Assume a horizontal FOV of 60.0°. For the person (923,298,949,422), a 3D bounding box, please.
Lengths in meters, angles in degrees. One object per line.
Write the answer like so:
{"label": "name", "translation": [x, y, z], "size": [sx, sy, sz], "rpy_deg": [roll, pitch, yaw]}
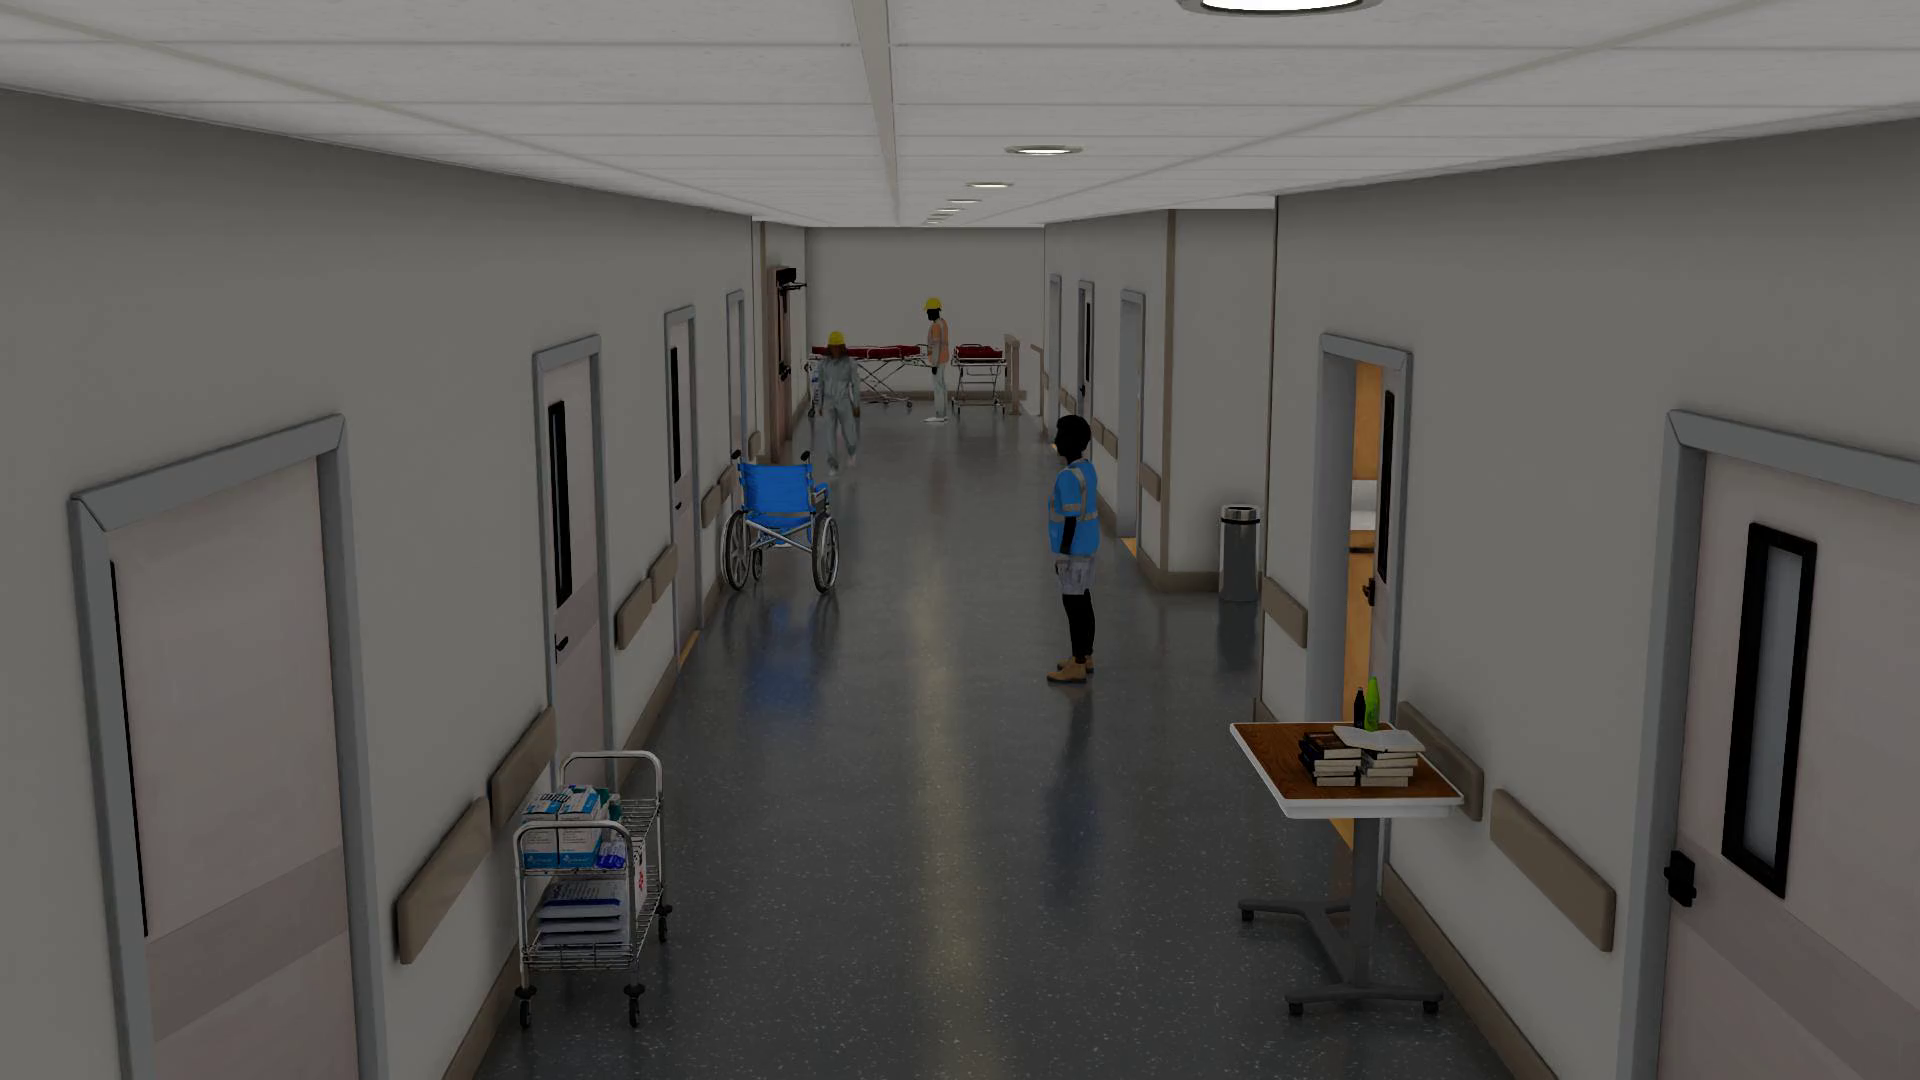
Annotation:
{"label": "person", "translation": [-0.370, -2.775, 25.667], "size": [0.393, 1.918, 0.585], "rpy_deg": [2, 10, 9]}

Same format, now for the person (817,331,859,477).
{"label": "person", "translation": [-1.444, -1.633, 19.834], "size": [0.493, 1.729, 0.589], "rpy_deg": [1, 10, 7]}

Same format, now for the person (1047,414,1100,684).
{"label": "person", "translation": [0.713, 0.056, 10.507], "size": [0.316, 1.695, 0.542], "rpy_deg": [3, 11, 17]}
